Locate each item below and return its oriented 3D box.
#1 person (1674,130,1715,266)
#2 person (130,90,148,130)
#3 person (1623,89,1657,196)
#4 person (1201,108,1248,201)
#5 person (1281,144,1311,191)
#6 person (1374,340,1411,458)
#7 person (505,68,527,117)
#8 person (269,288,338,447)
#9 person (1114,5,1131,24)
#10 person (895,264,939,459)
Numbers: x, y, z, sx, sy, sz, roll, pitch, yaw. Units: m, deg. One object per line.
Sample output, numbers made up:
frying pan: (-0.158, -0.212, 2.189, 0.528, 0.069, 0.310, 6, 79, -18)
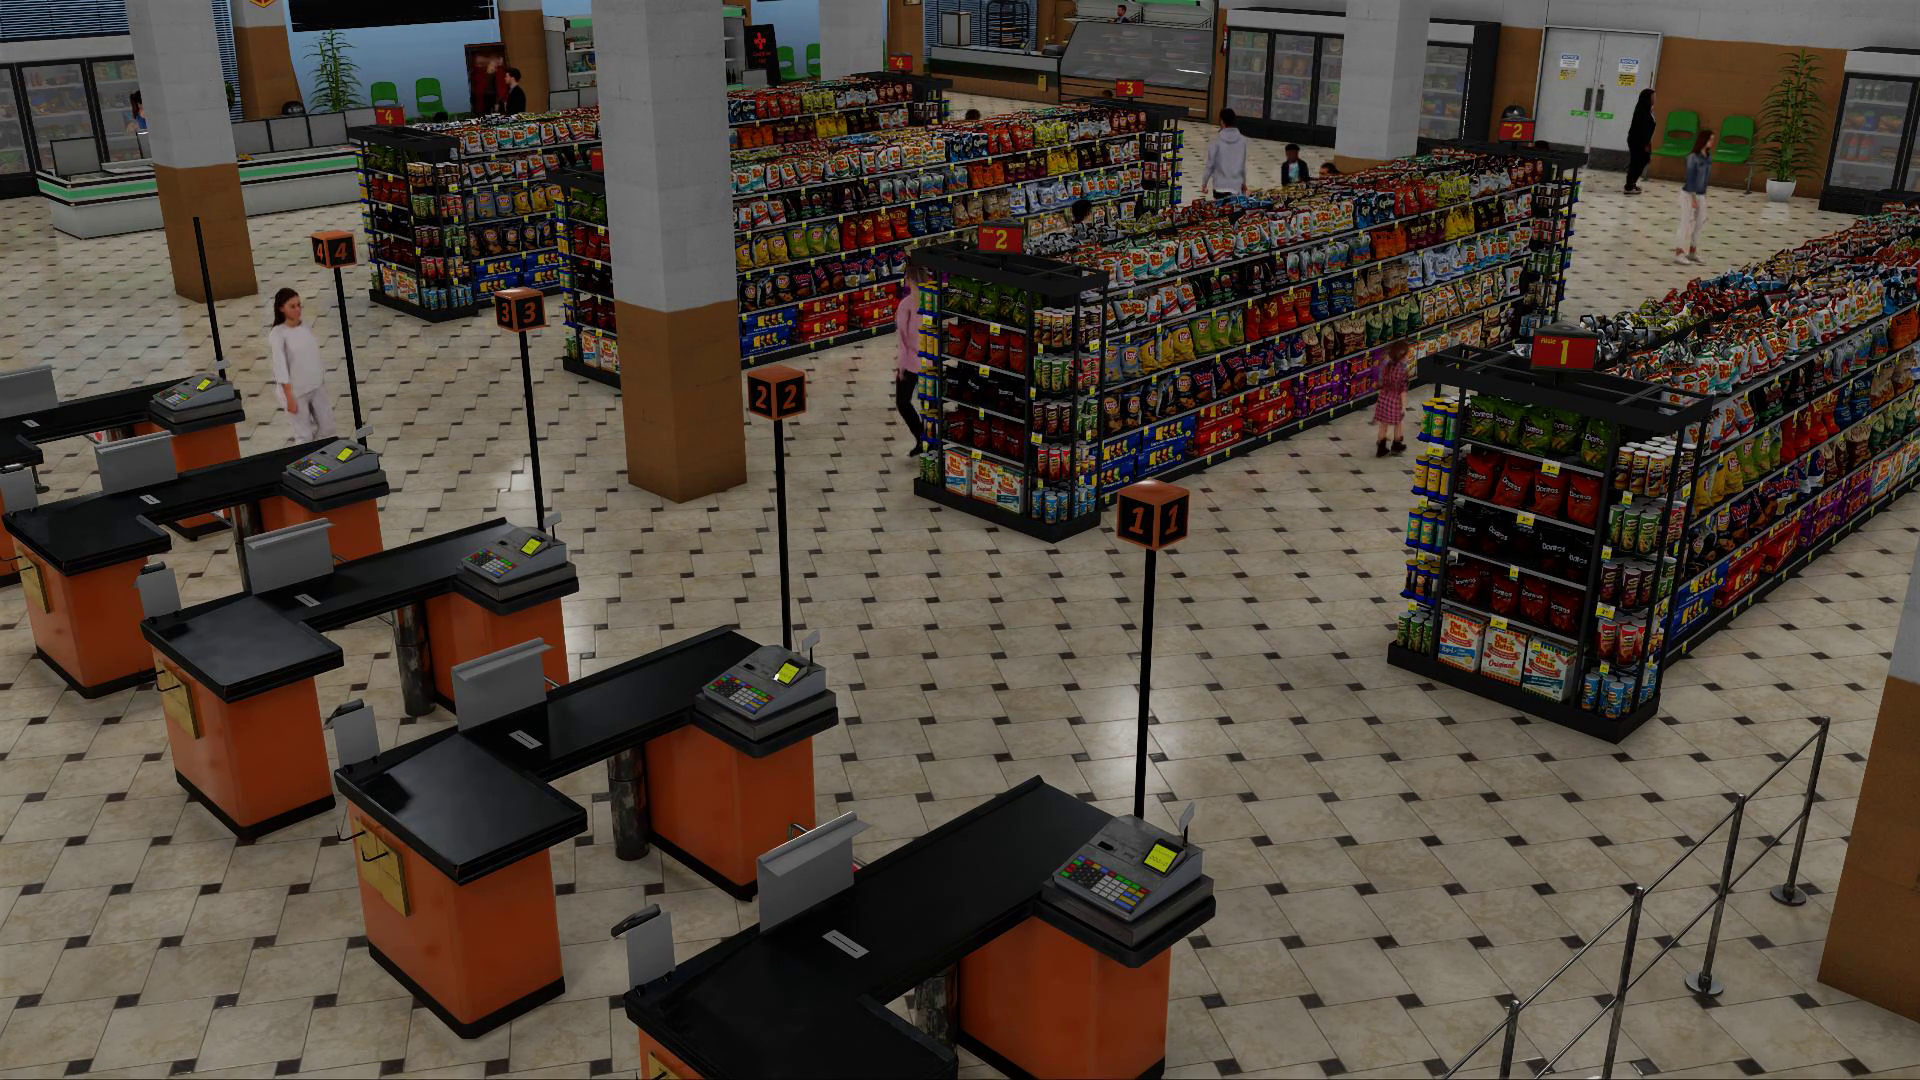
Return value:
person: (9.288, -4.373, 21.201, 0.653, 1.693, 0.770, -11, 25, -26)
person: (-12.492, -6.108, 25.629, 0.558, 1.609, 0.532, 19, 29, 39)
person: (10.431, -6.151, 25.740, 0.816, 1.607, 0.706, 7, 23, 17)
person: (3.461, -4.536, 21.311, 0.888, 1.913, 0.955, -6, 23, -15)
person: (4.654, -4.831, 22.942, 0.736, 1.243, 0.737, 0, 22, 1)
person: (3.670, -1.198, 14.213, 0.449, 1.010, 0.566, 17, 28, 36)
person: (-6.905, -6.433, 26.056, 0.783, 1.894, 0.783, -6, 23, -15)
person: (-5.346, -1.208, 13.343, 0.785, 1.677, 0.686, 8, 23, 18)
person: (3.719, -11.422, 38.508, 0.566, 1.868, 0.620, -20, 29, -41)
person: (-0.321, -1.472, 14.020, 0.598, 1.663, 0.669, -19, 29, -39)
